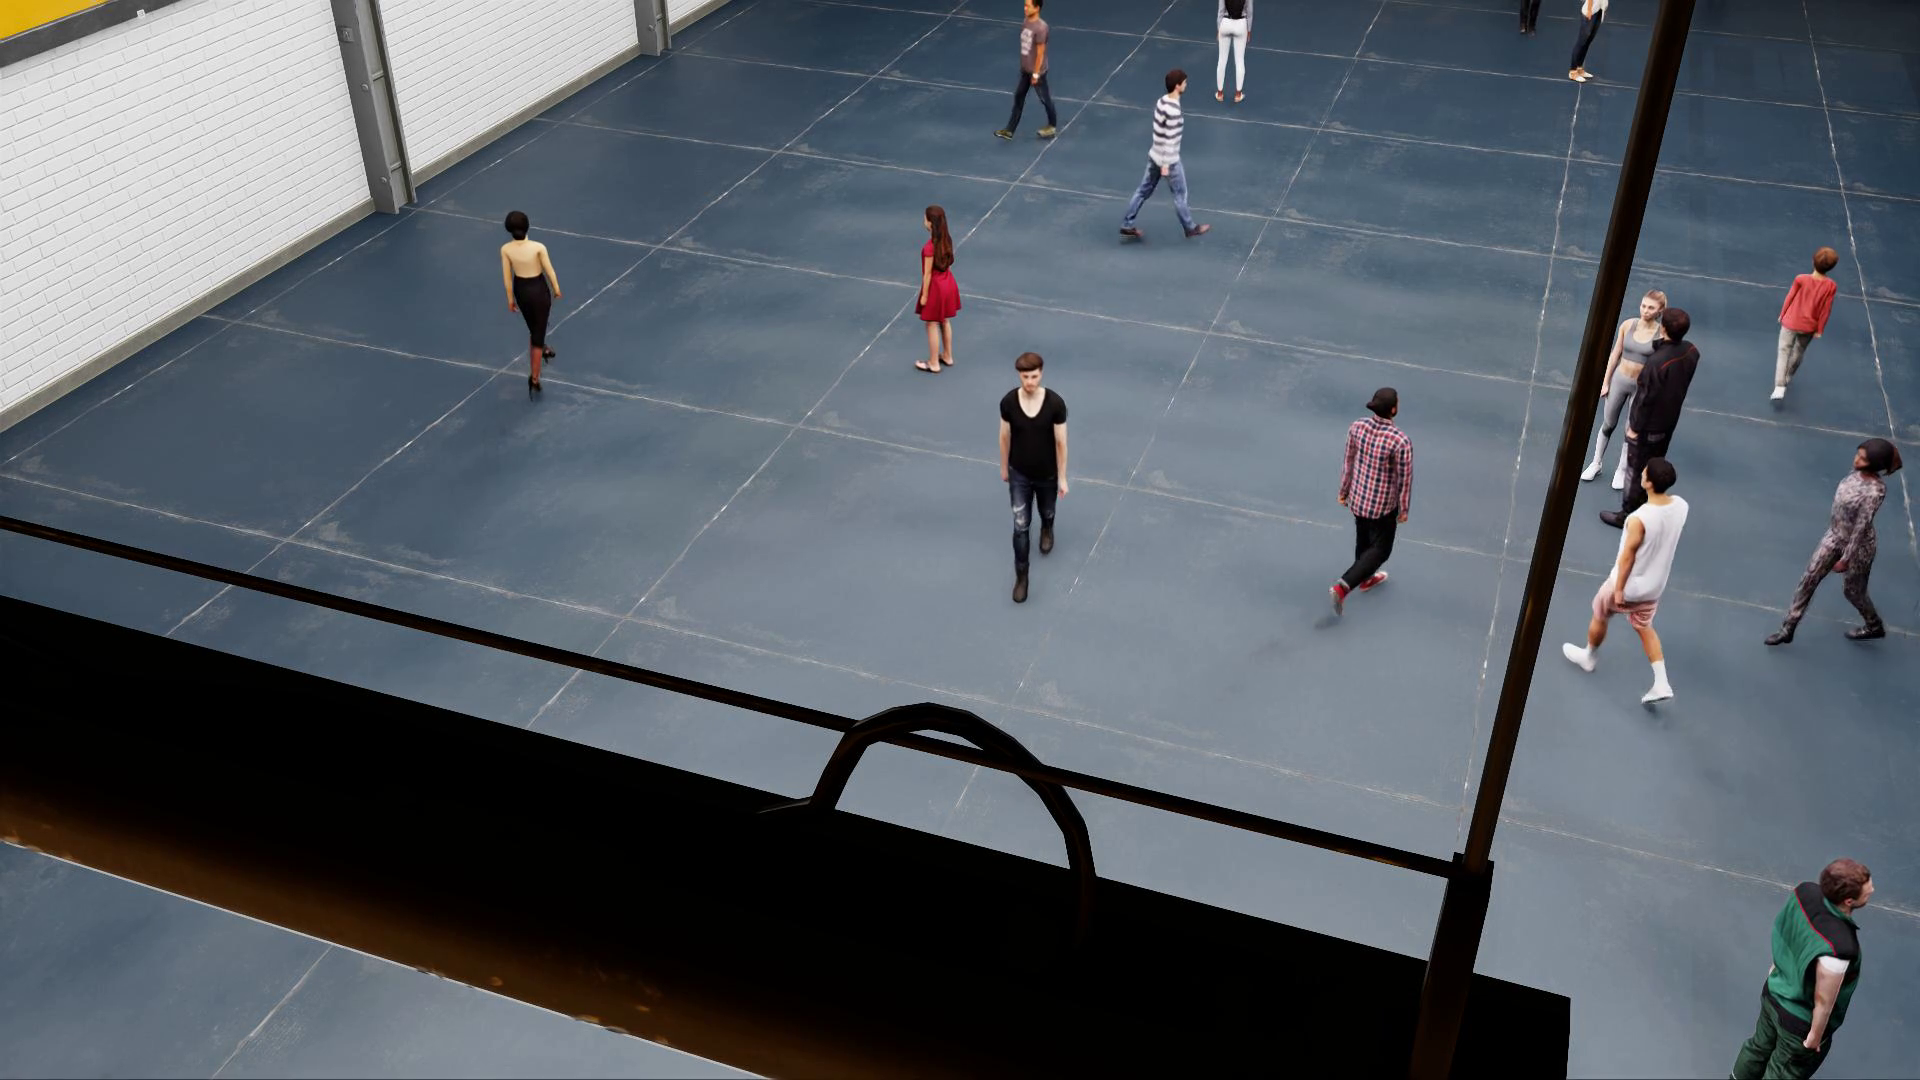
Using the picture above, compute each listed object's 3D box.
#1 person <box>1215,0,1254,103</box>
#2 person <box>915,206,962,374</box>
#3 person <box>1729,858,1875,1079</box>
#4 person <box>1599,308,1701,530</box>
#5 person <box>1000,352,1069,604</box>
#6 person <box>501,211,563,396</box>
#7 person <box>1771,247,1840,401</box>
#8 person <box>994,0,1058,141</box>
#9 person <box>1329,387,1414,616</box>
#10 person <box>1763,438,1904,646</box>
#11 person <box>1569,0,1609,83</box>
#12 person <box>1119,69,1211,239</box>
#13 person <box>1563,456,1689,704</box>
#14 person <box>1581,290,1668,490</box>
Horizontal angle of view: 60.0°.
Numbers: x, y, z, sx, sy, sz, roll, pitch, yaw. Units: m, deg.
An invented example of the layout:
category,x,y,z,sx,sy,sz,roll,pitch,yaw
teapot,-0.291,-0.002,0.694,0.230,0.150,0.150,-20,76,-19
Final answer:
category,x,y,z,sx,sy,sz,roll,pitch,yaw
person,3.471,-6.457,21.142,0.611,1.724,0.549,7,34,11
person,-0.192,-2.268,14.998,0.681,1.550,0.611,21,39,28
person,4.041,2.216,7.987,0.782,1.843,0.658,-1,34,-2
person,5.319,-0.920,12.707,0.724,1.839,0.855,-24,40,-31
person,0.560,-0.550,12.127,0.849,1.866,1.267,4,34,6
person,-3.775,-2.052,14.623,0.725,1.604,1.082,4,34,5
person,7.345,-1.869,14.531,0.535,1.401,0.916,10,35,14
person,0.968,-5.631,19.893,1.198,1.730,1.071,-19,38,-26
person,2.908,-0.264,11.809,1.146,1.741,1.007,-25,41,-32
person,6.160,0.056,11.382,0.924,1.681,1.096,2,34,4
person,8.303,-6.957,21.840,0.731,1.784,0.601,29,43,36
person,2.034,-3.945,17.297,1.165,1.796,1.235,-8,34,-12
person,4.526,0.300,10.947,1.072,1.758,1.174,-12,35,-17
person,5.355,-1.208,13.265,0.612,1.702,0.577,20,38,27
